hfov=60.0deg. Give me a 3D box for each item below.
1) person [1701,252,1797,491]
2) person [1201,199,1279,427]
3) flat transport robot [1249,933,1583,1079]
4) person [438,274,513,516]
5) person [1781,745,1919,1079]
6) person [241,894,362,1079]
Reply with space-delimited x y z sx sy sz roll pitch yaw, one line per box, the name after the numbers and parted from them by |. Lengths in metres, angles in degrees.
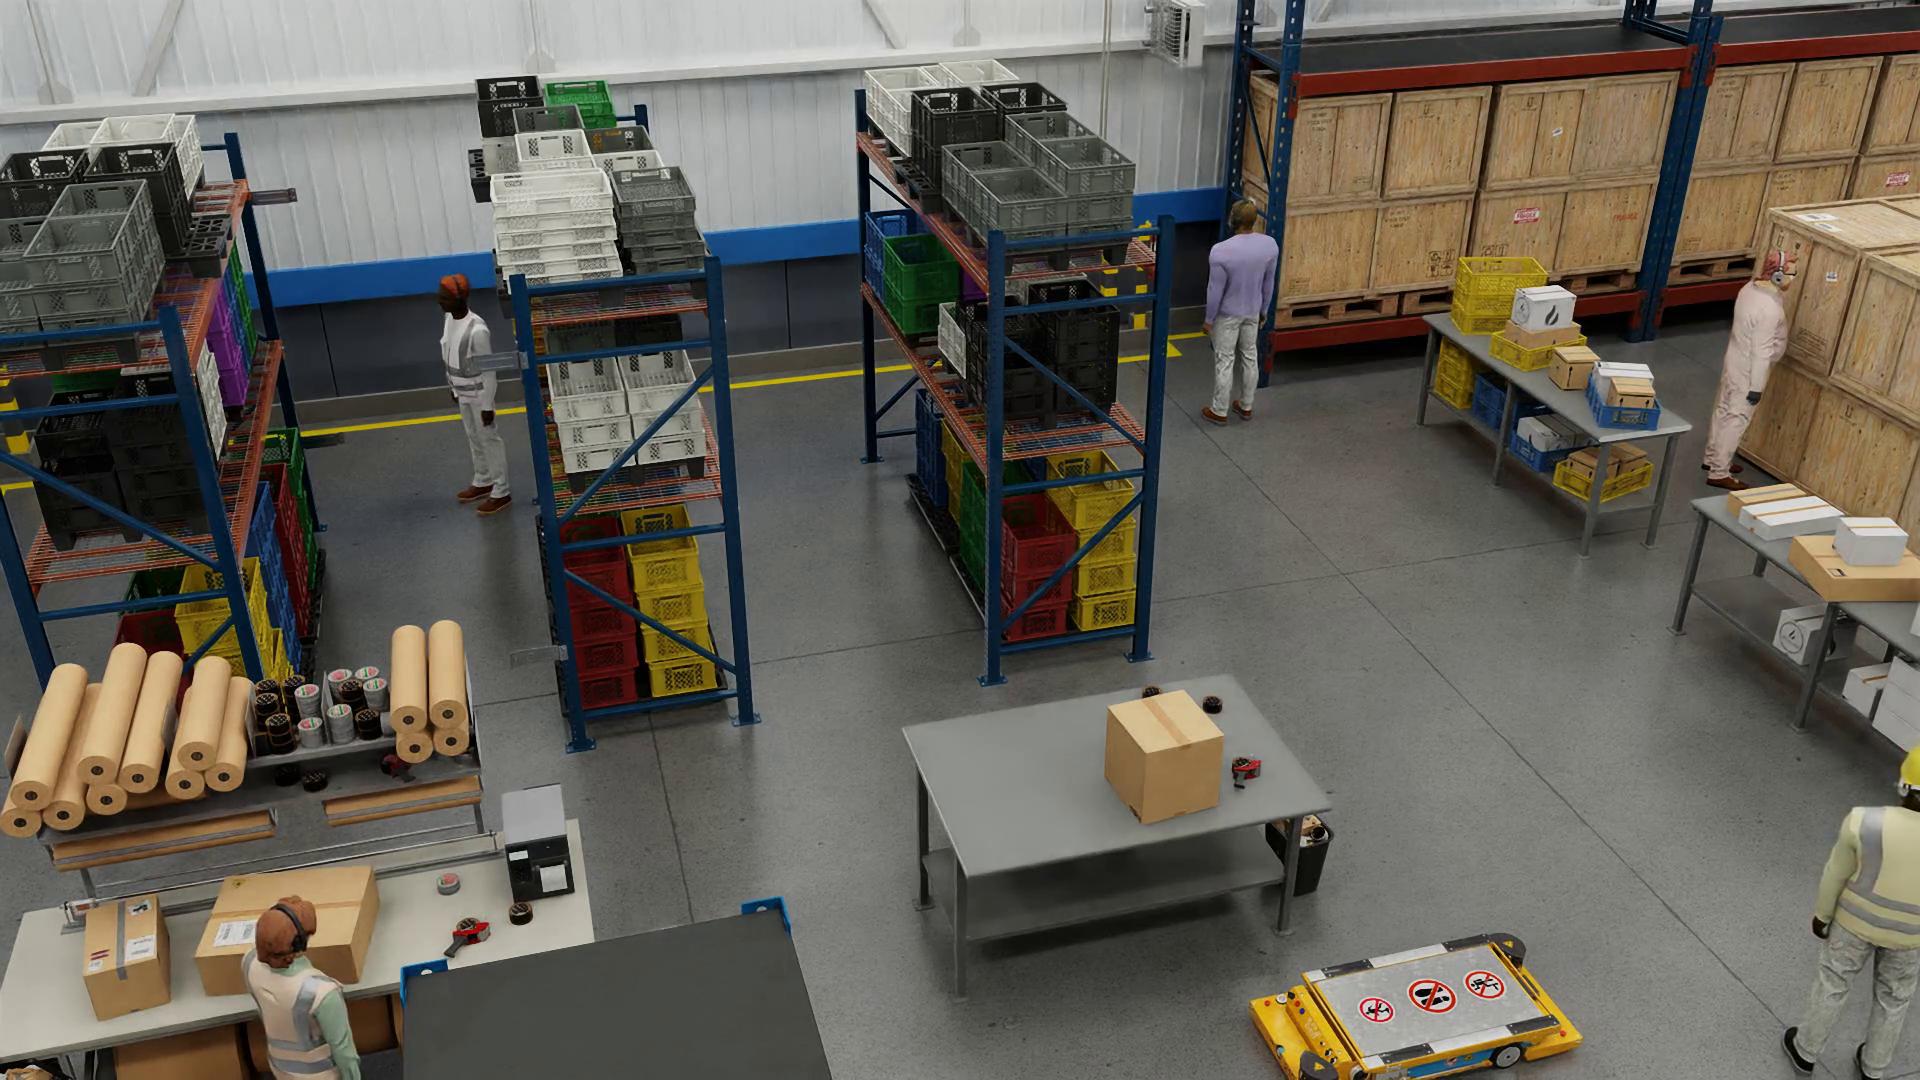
6.120 -1.313 12.851 0.401 1.900 0.636 4 29 8 | person
2.306 -1.888 13.850 0.635 1.938 0.362 -12 31 -21 | person
2.184 2.282 7.980 1.431 0.197 0.652 -8 30 -14 | flat transport robot
-3.653 -1.093 12.462 0.356 1.883 0.573 -22 36 -34 | person
4.152 1.689 7.459 0.589 1.824 0.403 10 30 18 | person
-2.643 2.151 6.815 0.517 1.633 0.311 15 32 25 | person
